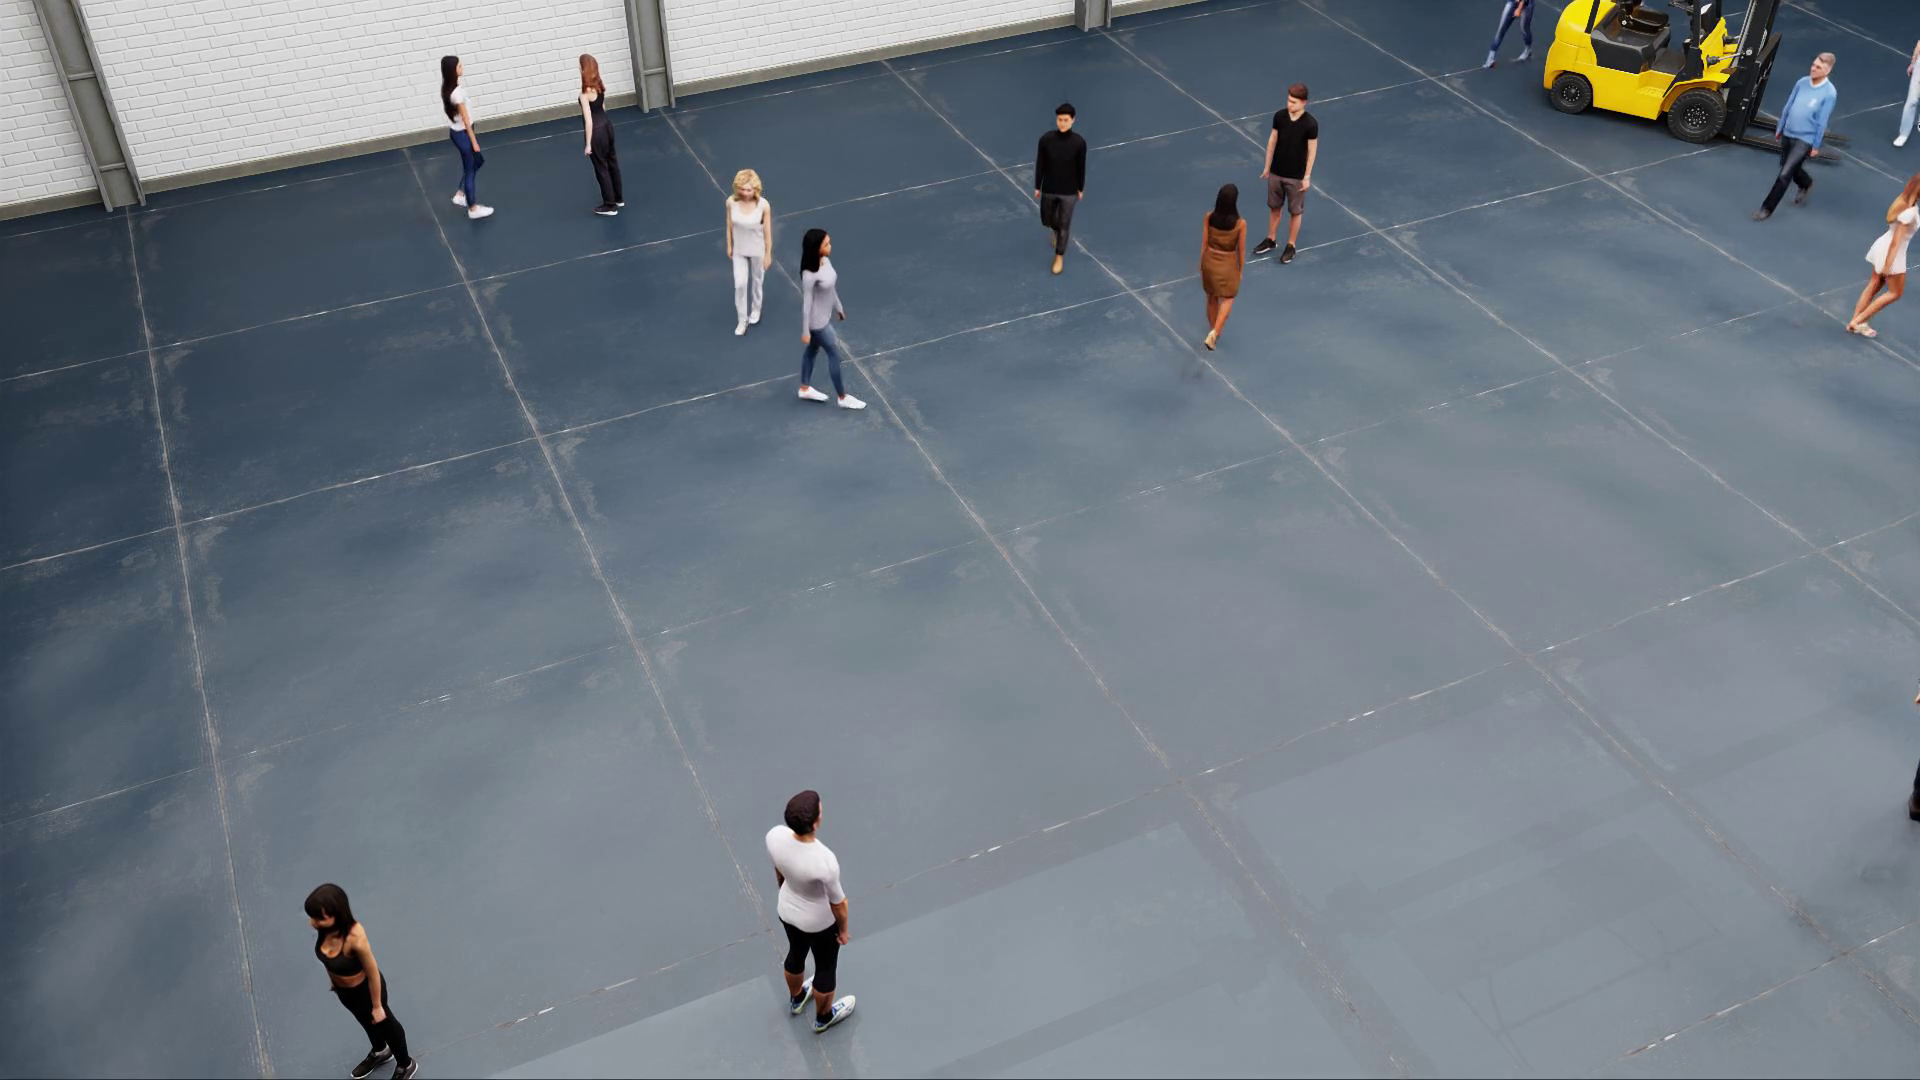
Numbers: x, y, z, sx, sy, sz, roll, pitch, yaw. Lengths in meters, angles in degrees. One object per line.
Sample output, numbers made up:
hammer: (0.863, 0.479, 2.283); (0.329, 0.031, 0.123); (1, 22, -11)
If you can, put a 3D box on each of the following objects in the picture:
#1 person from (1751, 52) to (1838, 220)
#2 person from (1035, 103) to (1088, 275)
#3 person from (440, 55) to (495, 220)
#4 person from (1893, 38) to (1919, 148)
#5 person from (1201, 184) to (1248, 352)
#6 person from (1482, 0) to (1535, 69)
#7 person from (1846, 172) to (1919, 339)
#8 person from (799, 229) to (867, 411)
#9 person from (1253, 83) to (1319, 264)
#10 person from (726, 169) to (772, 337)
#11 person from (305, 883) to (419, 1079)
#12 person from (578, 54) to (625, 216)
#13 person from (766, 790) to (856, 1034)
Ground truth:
person: (8.870, -4.253, 17.434); (1.078, 1.794, 0.660); (-15, 41, -18)
person: (1.006, -3.570, 16.647); (0.977, 1.710, 1.017); (9, 40, 11)
person: (-5.269, -4.170, 17.351); (0.630, 1.768, 0.601); (-15, 41, -18)
person: (11.024, -5.382, 18.815); (0.868, 1.835, 0.998); (26, 45, 29)
person: (2.364, -2.449, 15.270); (0.839, 1.676, 0.918); (15, 41, 18)
person: (6.985, -6.600, 20.543); (1.104, 1.582, 0.734); (-22, 43, -25)
person: (8.601, -2.678, 15.549); (0.756, 1.686, 0.698); (12, 40, 14)
person: (-1.330, -1.940, 14.605); (1.037, 1.710, 0.947); (8, 39, 10)
person: (3.319, -3.708, 16.698); (0.767, 1.861, 0.739); (26, 45, 29)
person: (-1.959, -2.798, 15.731); (0.846, 1.645, 0.875); (5, 39, 6)
person: (-3.302, 2.450, 9.161); (0.629, 1.644, 0.647); (22, 44, 25)
person: (-3.784, -4.270, 17.493); (0.715, 1.747, 0.657); (12, 40, 15)
person: (-0.865, 2.105, 9.430); (0.740, 1.848, 0.749); (22, 44, 26)
